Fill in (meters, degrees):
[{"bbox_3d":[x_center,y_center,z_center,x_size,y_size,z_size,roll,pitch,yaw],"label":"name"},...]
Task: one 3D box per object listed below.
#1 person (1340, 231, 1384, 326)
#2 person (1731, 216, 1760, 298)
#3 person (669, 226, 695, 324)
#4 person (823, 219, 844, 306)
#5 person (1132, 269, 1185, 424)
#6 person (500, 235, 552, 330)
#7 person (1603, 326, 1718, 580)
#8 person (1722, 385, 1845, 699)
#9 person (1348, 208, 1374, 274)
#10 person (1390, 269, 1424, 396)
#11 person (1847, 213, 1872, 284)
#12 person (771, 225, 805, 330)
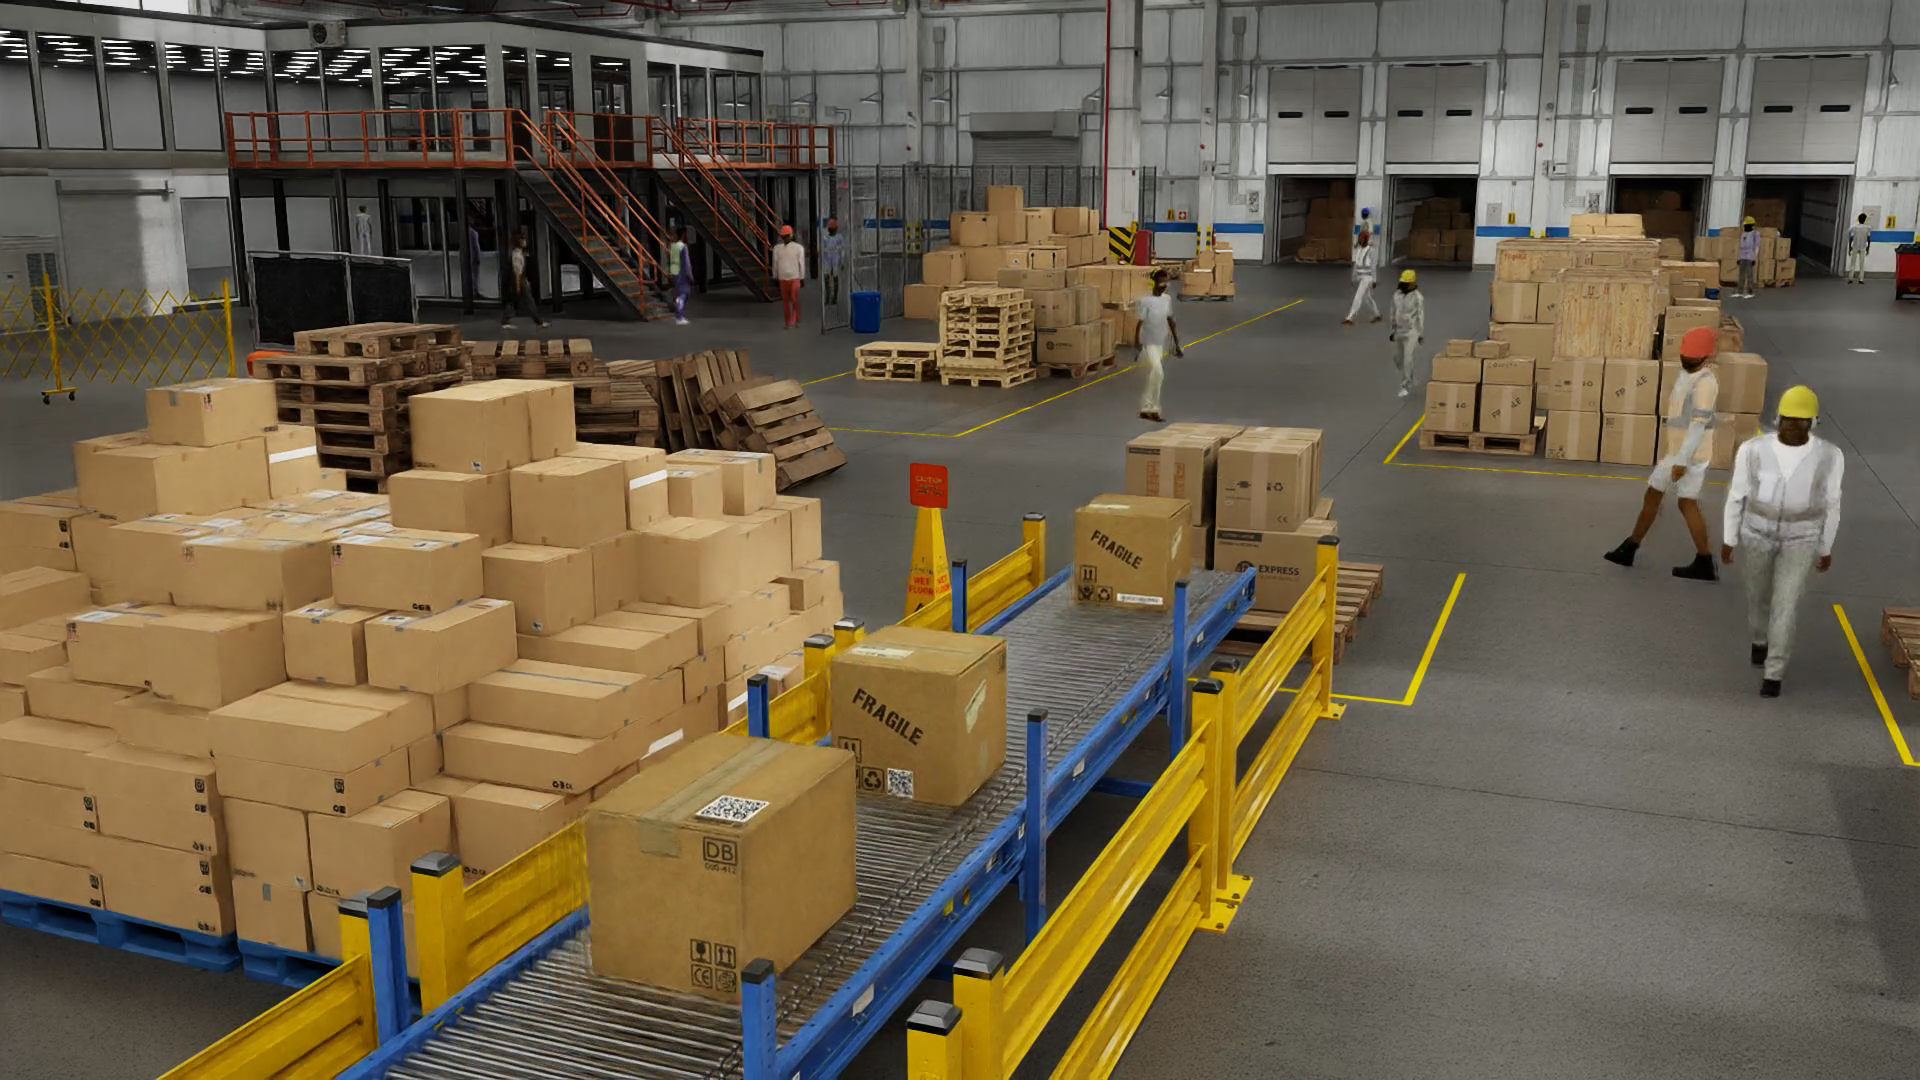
[{"bbox_3d":[7.910,-5.101,32.437,0.990,1.842,0.595,-4,13,-16],"label":"person"},{"bbox_3d":[18.610,-6.690,39.354,0.386,1.922,0.594,-3,13,-15],"label":"person"},{"bbox_3d":[-5.475,-5.208,32.758,0.474,1.902,0.603,-7,14,-28],"label":"person"},{"bbox_3d":[-2.867,-6.166,37.040,0.570,1.905,0.875,0,13,2],"label":"person"},{"bbox_3d":[2.405,-2.317,19.919,0.540,1.841,0.712,-12,17,-43],"label":"person"},{"bbox_3d":[-8.312,-4.870,31.499,0.959,1.801,0.536,-5,13,-21],"label":"person"},{"bbox_3d":[5.291,-0.649,12.358,0.706,1.881,0.586,1,13,3],"label":"person"},{"bbox_3d":[4.842,-0.034,9.821,0.596,1.801,0.910,7,15,30],"label":"person"},{"bbox_3d":[11.466,-8.523,47.597,0.909,1.909,0.644,10,16,38],"label":"person"},{"bbox_3d":[6.041,-2.796,22.369,0.638,1.718,0.507,-10,16,-39],"label":"person"},{"bbox_3d":[23.826,-7.715,44.066,0.524,1.876,0.325,7,14,28],"label":"person"},{"bbox_3d":[-3.264,-4.950,31.435,0.614,1.974,0.600,3,13,13],"label":"person"}]
